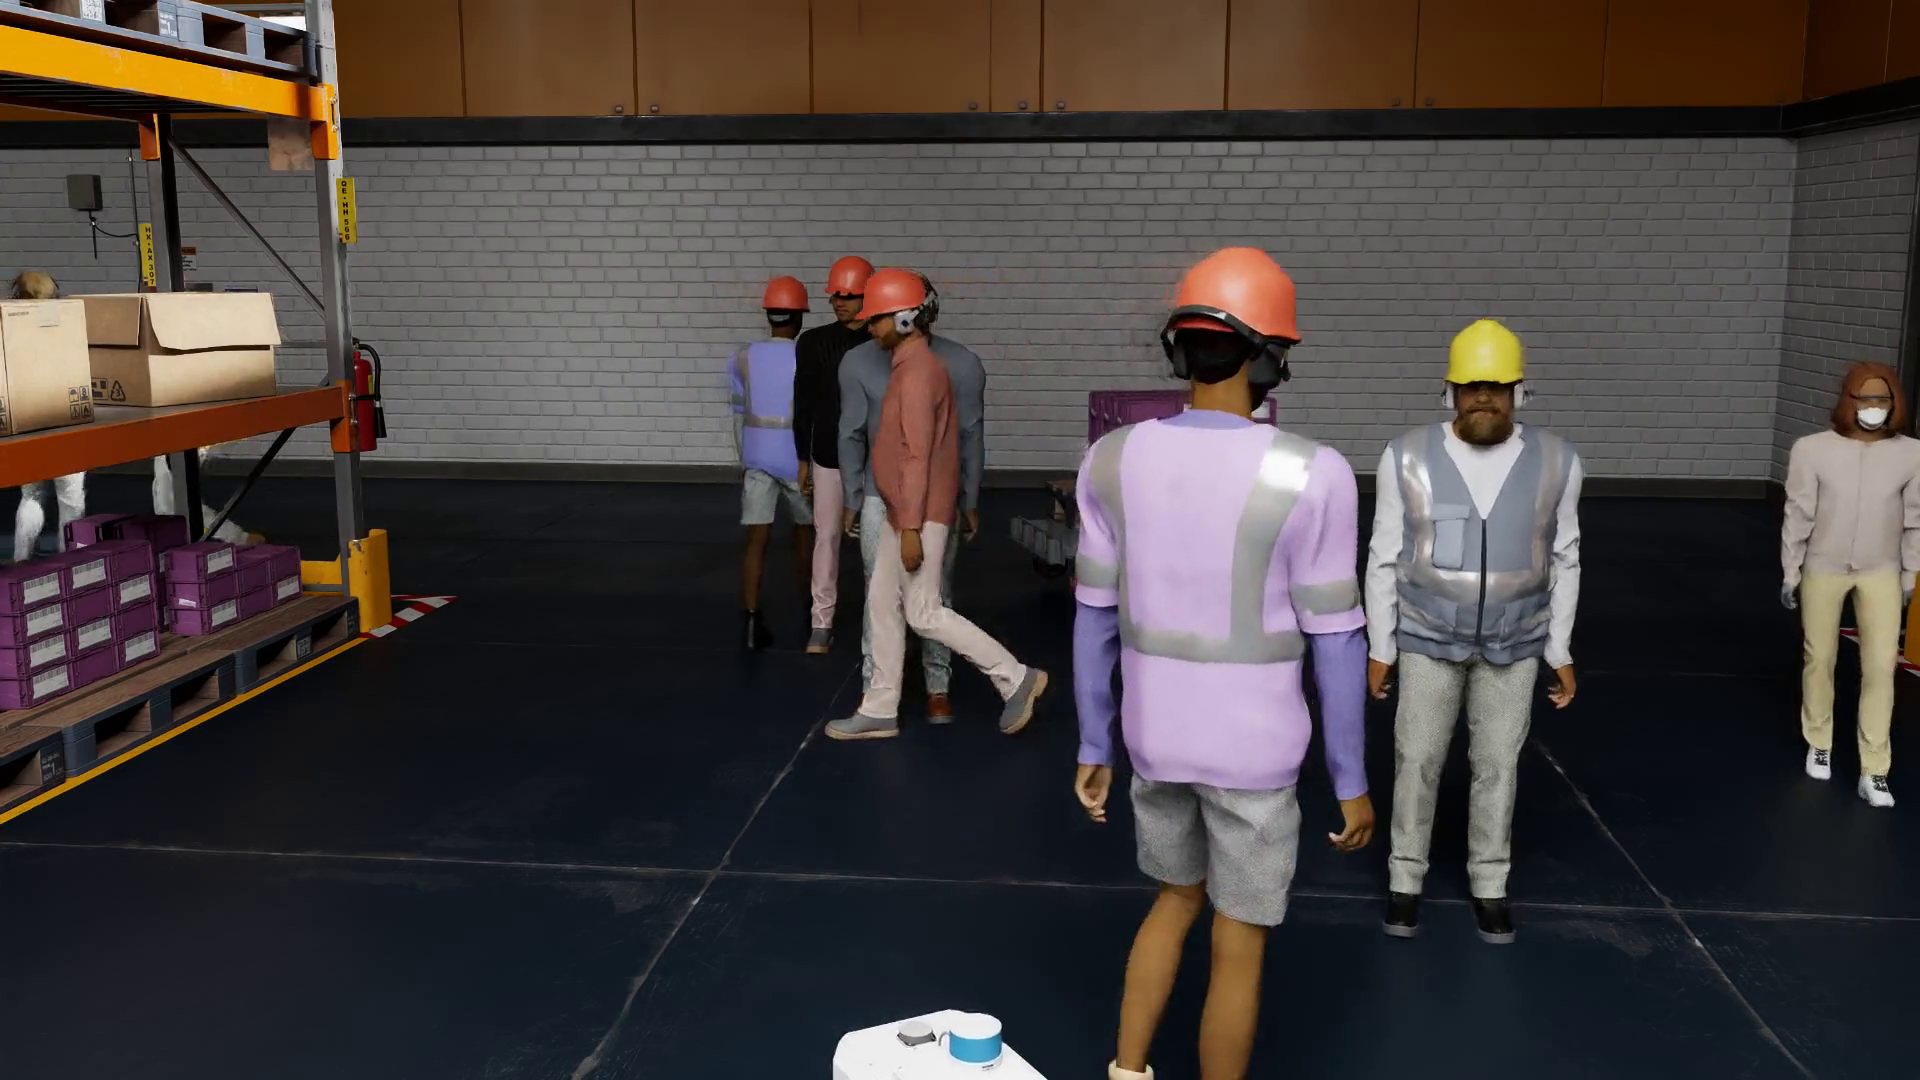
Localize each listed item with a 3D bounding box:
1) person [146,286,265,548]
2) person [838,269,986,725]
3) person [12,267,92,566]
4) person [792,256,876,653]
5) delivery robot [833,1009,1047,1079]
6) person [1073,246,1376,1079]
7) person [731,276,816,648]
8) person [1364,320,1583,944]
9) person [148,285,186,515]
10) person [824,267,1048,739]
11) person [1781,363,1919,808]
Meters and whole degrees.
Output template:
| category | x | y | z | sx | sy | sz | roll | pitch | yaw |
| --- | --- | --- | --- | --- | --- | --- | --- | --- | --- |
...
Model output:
| category | x | y | z | sx | sy | sz | roll | pitch | yaw |
| --- | --- | --- | --- | --- | --- | --- | --- | --- | --- |
| person | -4.521 | -0.587 | 9.809 | 0.655 | 1.823 | 0.644 | -3 | 10 | -14 |
| person | -0.204 | -0.172 | 7.088 | 0.628 | 1.939 | 0.375 | 0 | 10 | 2 |
| person | -5.209 | -0.589 | 9.517 | 0.642 | 1.923 | 0.457 | -2 | 10 | -12 |
| person | -0.529 | -0.414 | 8.326 | 0.613 | 1.991 | 0.392 | 0 | 10 | -1 |
| delivery robot | 0.028 | 1.153 | 3.192 | 0.477 | 0.478 | 0.707 | -5 | 11 | -27 |
| person | 0.541 | 0.416 | 3.469 | 0.619 | 2.031 | 0.418 | 8 | 13 | 39 |
| person | -0.925 | -0.412 | 8.623 | 0.561 | 1.883 | 0.989 | 2 | 10 | 14 |
| person | 1.487 | 0.284 | 4.836 | 0.615 | 1.827 | 0.404 | 2 | 10 | 10 |
| person | -5.127 | -0.799 | 10.840 | 0.358 | 1.882 | 0.574 | -2 | 10 | -12 |
| person | -0.104 | -0.122 | 6.756 | 0.844 | 1.961 | 0.633 | -1 | 10 | -6 |
| person | 3.297 | 0.160 | 6.139 | 0.500 | 1.605 | 0.740 | 4 | 11 | 21 |
